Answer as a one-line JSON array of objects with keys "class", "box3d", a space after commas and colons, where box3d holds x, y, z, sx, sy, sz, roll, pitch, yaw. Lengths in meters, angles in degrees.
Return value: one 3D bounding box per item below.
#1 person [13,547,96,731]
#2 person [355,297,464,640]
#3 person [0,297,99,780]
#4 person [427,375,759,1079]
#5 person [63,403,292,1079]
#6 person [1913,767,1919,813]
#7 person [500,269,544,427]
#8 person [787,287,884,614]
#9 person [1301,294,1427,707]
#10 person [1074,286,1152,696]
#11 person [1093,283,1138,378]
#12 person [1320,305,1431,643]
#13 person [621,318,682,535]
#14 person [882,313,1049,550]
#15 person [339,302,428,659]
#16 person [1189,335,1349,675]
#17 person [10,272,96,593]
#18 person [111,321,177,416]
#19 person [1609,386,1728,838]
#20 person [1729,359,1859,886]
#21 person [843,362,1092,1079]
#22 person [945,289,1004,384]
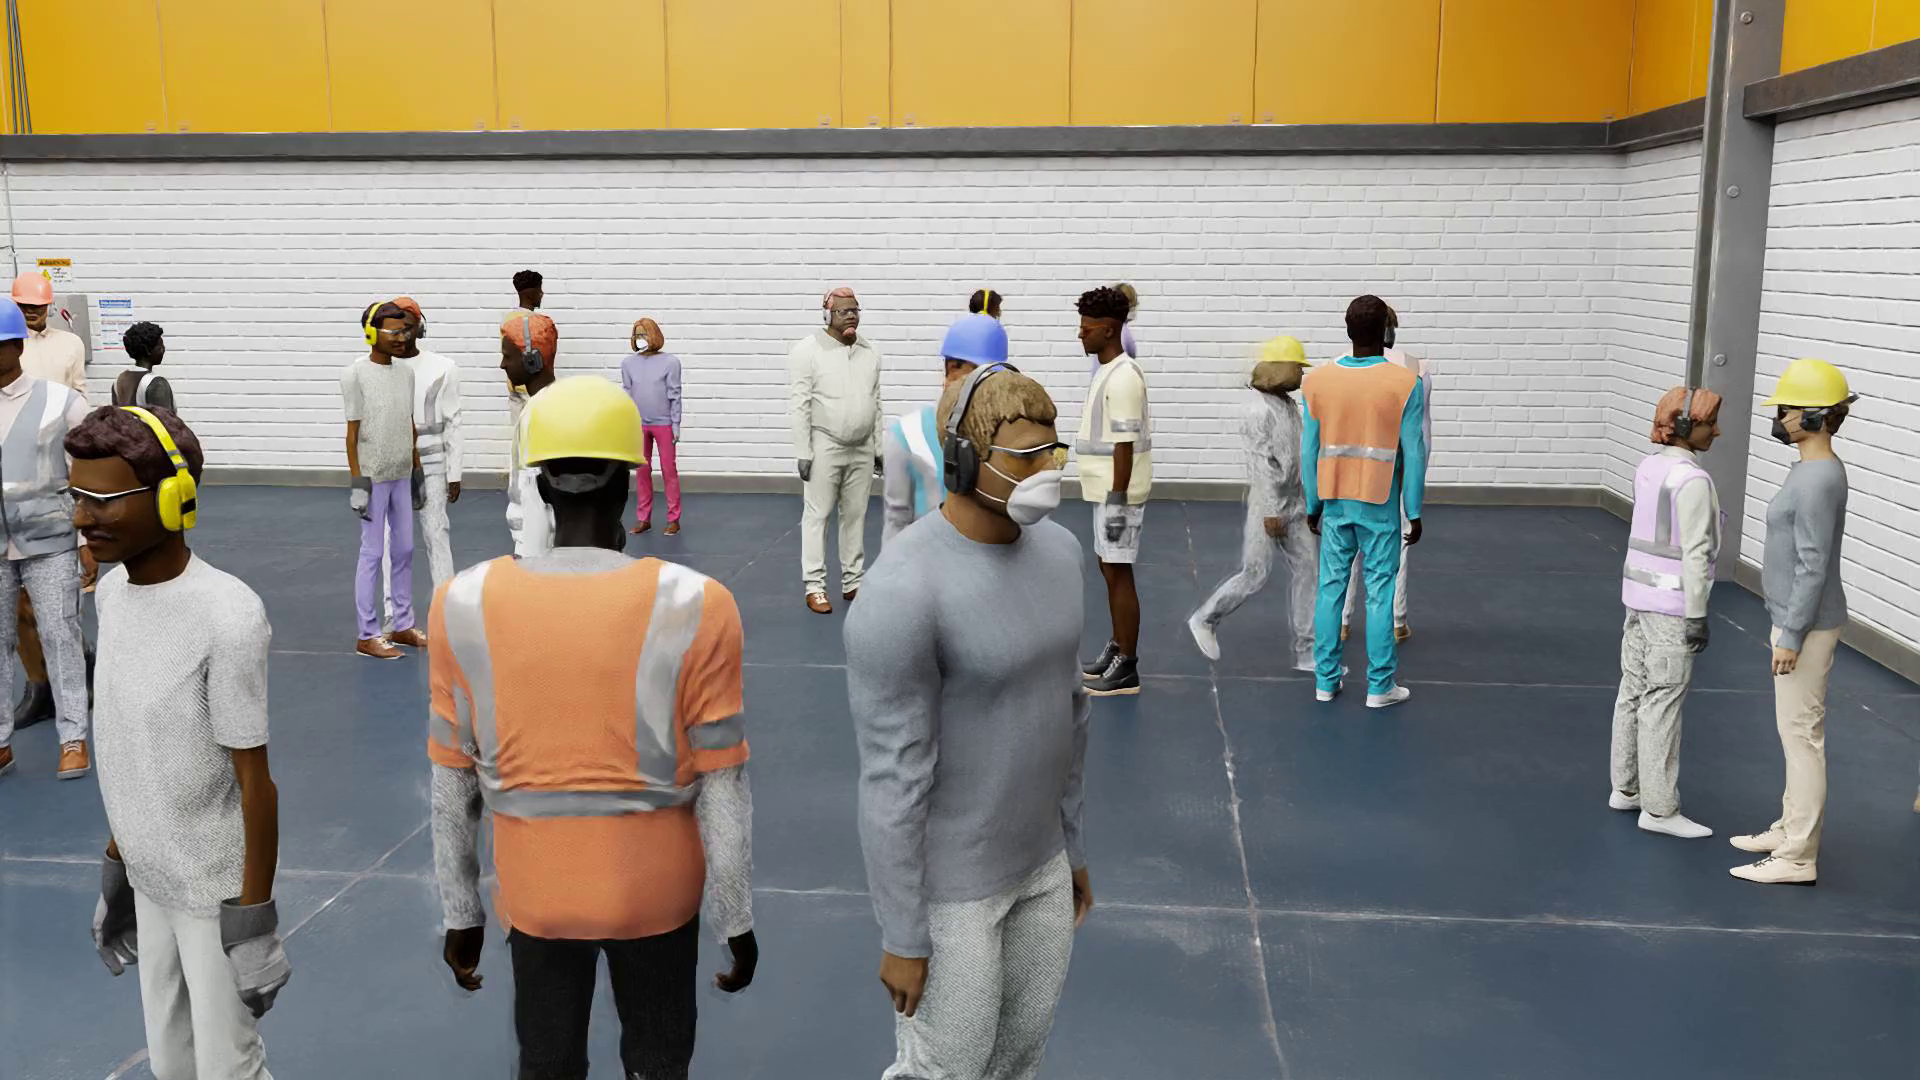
[{"class": "person", "box3d": [-4.207, -0.095, 7.357, 0.561, 1.908, 0.503, 4, 11, 24]}, {"class": "person", "box3d": [-2.991, -0.378, 9.061, 0.575, 1.877, 0.348, -1, 10, -5]}, {"class": "person", "box3d": [-3.753, 0.007, 6.635, 0.605, 1.948, 0.404, -3, 10, -15]}, {"class": "person", "box3d": [-0.684, 0.653, 3.071, 0.602, 1.905, 0.694, 1, 10, 4]}, {"class": "person", "box3d": [-1.448, 0.668, 3.125, 0.515, 1.859, 0.317, 8, 13, 38]}, {"class": "person", "box3d": [3.752, 0.169, 6.029, 0.429, 1.840, 0.658, 1, 10, 8]}, {"class": "person", "box3d": [-3.600, -1.277, 13.956, 0.607, 1.958, 0.367, 9, 14, 43]}, {"class": "person", "box3d": [-0.697, -0.532, 9.840, 0.637, 1.911, 0.403, -8, 12, -37]}, {"class": "person", "box3d": [1.868, -0.175, 7.759, 0.593, 1.922, 0.391, 6, 12, 32]}, {"class": "person", "box3d": [0.727, -0.237, 8.013, 0.378, 1.957, 0.609, 0, 10, -3]}, {"class": "person", "box3d": [1.187, -1.004, 12.622, 0.406, 1.888, 0.672, 0, 10, 1]}, {"class": "person", "box3d": [2.227, -0.356, 9.033, 0.623, 1.841, 0.430, 3, 10, 18]}, {"class": "person", "box3d": [-2.305, -0.844, 12.438, 0.491, 1.626, 0.284, 3, 10, 16]}, {"class": "person", "box3d": [0.009, 0.126, 6.067, 0.618, 1.908, 0.909, -2, 10, -14]}, {"class": "person", "box3d": [-3.001, -0.312, 8.721, 0.325, 1.862, 0.511, 5, 11, 26]}, {"class": "person", "box3d": [1.574, -0.182, 8.418, 0.789, 1.700, 0.488, 9, 13, 42]}, {"class": "person", "box3d": [-5.602, -0.630, 10.162, 0.392, 1.991, 0.613, 8, 13, 38]}, {"class": "person", "box3d": [-4.914, -0.473, 10.104, 0.540, 1.695, 0.317, 7, 12, 35]}, {"class": "person", "box3d": [2.592, 0.256, 6.103, 0.314, 1.636, 0.515, 0, 10, 1]}, {"class": "person", "box3d": [2.811, 0.278, 5.605, 0.315, 1.769, 0.525, 5, 11, 26]}, {"class": "person", "box3d": [0.036, 0.633, 3.126, 0.368, 1.932, 0.623, 7, 12, 34]}, {"class": "person", "box3d": [0.085, -0.839, 11.801, 0.328, 1.849, 0.623, -9, 14, -43]}]
